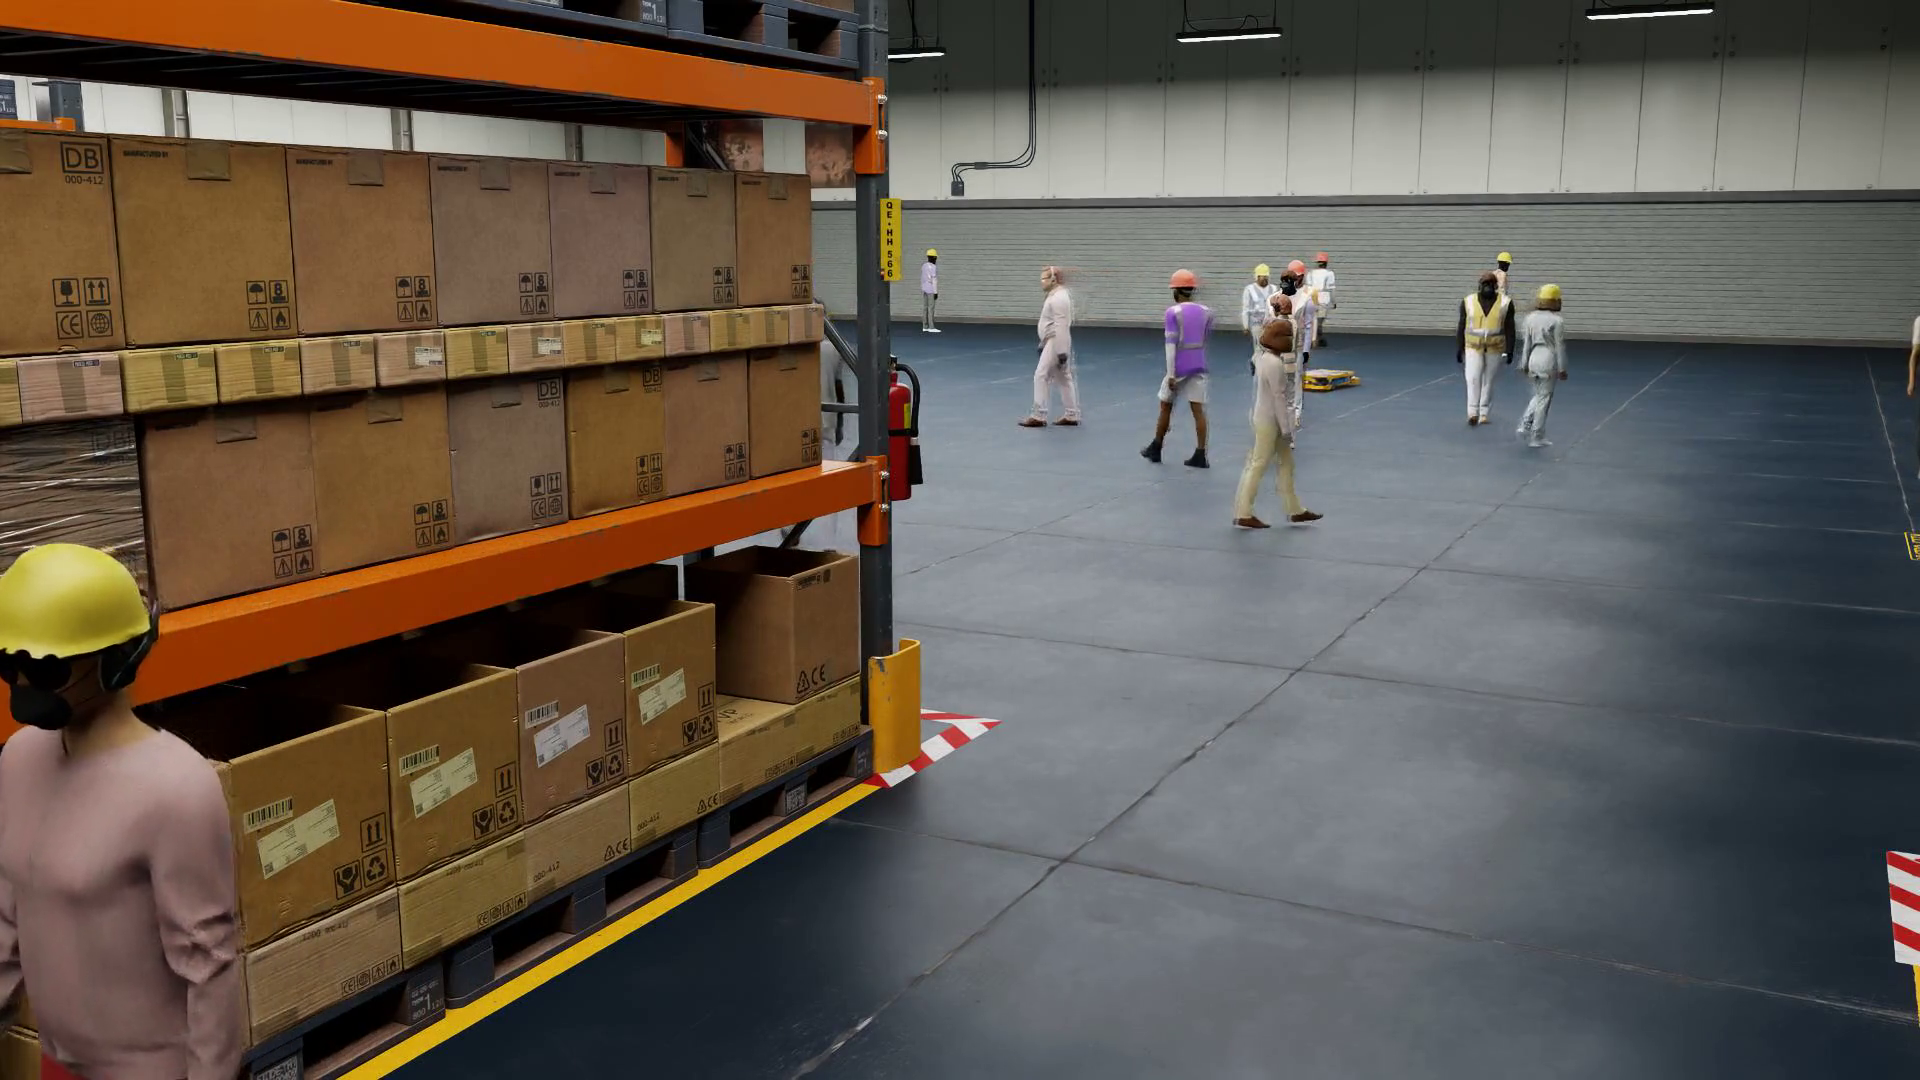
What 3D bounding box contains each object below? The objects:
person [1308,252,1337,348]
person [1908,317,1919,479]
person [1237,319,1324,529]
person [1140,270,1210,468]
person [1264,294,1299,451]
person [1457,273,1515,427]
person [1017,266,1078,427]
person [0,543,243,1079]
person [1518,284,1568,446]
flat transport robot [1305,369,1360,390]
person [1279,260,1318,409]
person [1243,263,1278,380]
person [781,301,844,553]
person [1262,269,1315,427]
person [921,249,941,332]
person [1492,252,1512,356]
[{"bbox_3d":[7.167,-4.776,33.187,0.545,1.907,0.909,9,14,40],"label":"person"},{"bbox_3d":[8.897,-1.418,15.083,0.523,1.822,0.741,4,11,22],"label":"person"},{"bbox_3d":[2.485,-0.872,12.664,0.763,1.602,0.528,1,10,5],"label":"person"},{"bbox_3d":[2.151,-1.681,16.297,0.562,1.897,0.925,-5,12,-27],"label":"person"},{"bbox_3d":[3.349,-1.742,17.364,0.517,1.635,0.312,-10,14,-44],"label":"person"},{"bbox_3d":[6.187,-2.232,19.577,0.657,1.791,0.941,3,11,15],"label":"person"},{"bbox_3d":[1.013,-2.259,19.529,0.838,1.876,0.668,1,10,5],"label":"person"},{"bbox_3d":[-1.423,0.876,2.745,0.544,1.765,0.374,7,12,32],"label":"person"},{"bbox_3d":[6.231,-1.850,17.670,0.360,1.727,0.493,-5,12,-25],"label":"person"},{"bbox_3d":[5.318,-2.368,24.484,0.652,0.197,1.431,7,12,33],"label":"flat transport robot"},{"bbox_3d":[4.342,-2.655,21.571,0.552,1.930,0.389,5,12,26],"label":"person"},{"bbox_3d":[4.654,-3.384,25.821,0.588,1.814,0.736,-4,11,-19],"label":"person"},{"bbox_3d":[-1.037,-0.775,11.592,0.513,1.816,0.977,-3,11,-17],"label":"person"},{"bbox_3d":[3.820,-2.240,19.500,0.625,1.846,0.429,6,12,32],"label":"person"},{"bbox_3d":[-0.685,-5.778,38.579,0.383,1.921,0.586,-6,12,-29],"label":"person"},{"bbox_3d":[10.070,-4.398,31.056,0.391,1.919,0.589,0,10,2],"label":"person"}]
